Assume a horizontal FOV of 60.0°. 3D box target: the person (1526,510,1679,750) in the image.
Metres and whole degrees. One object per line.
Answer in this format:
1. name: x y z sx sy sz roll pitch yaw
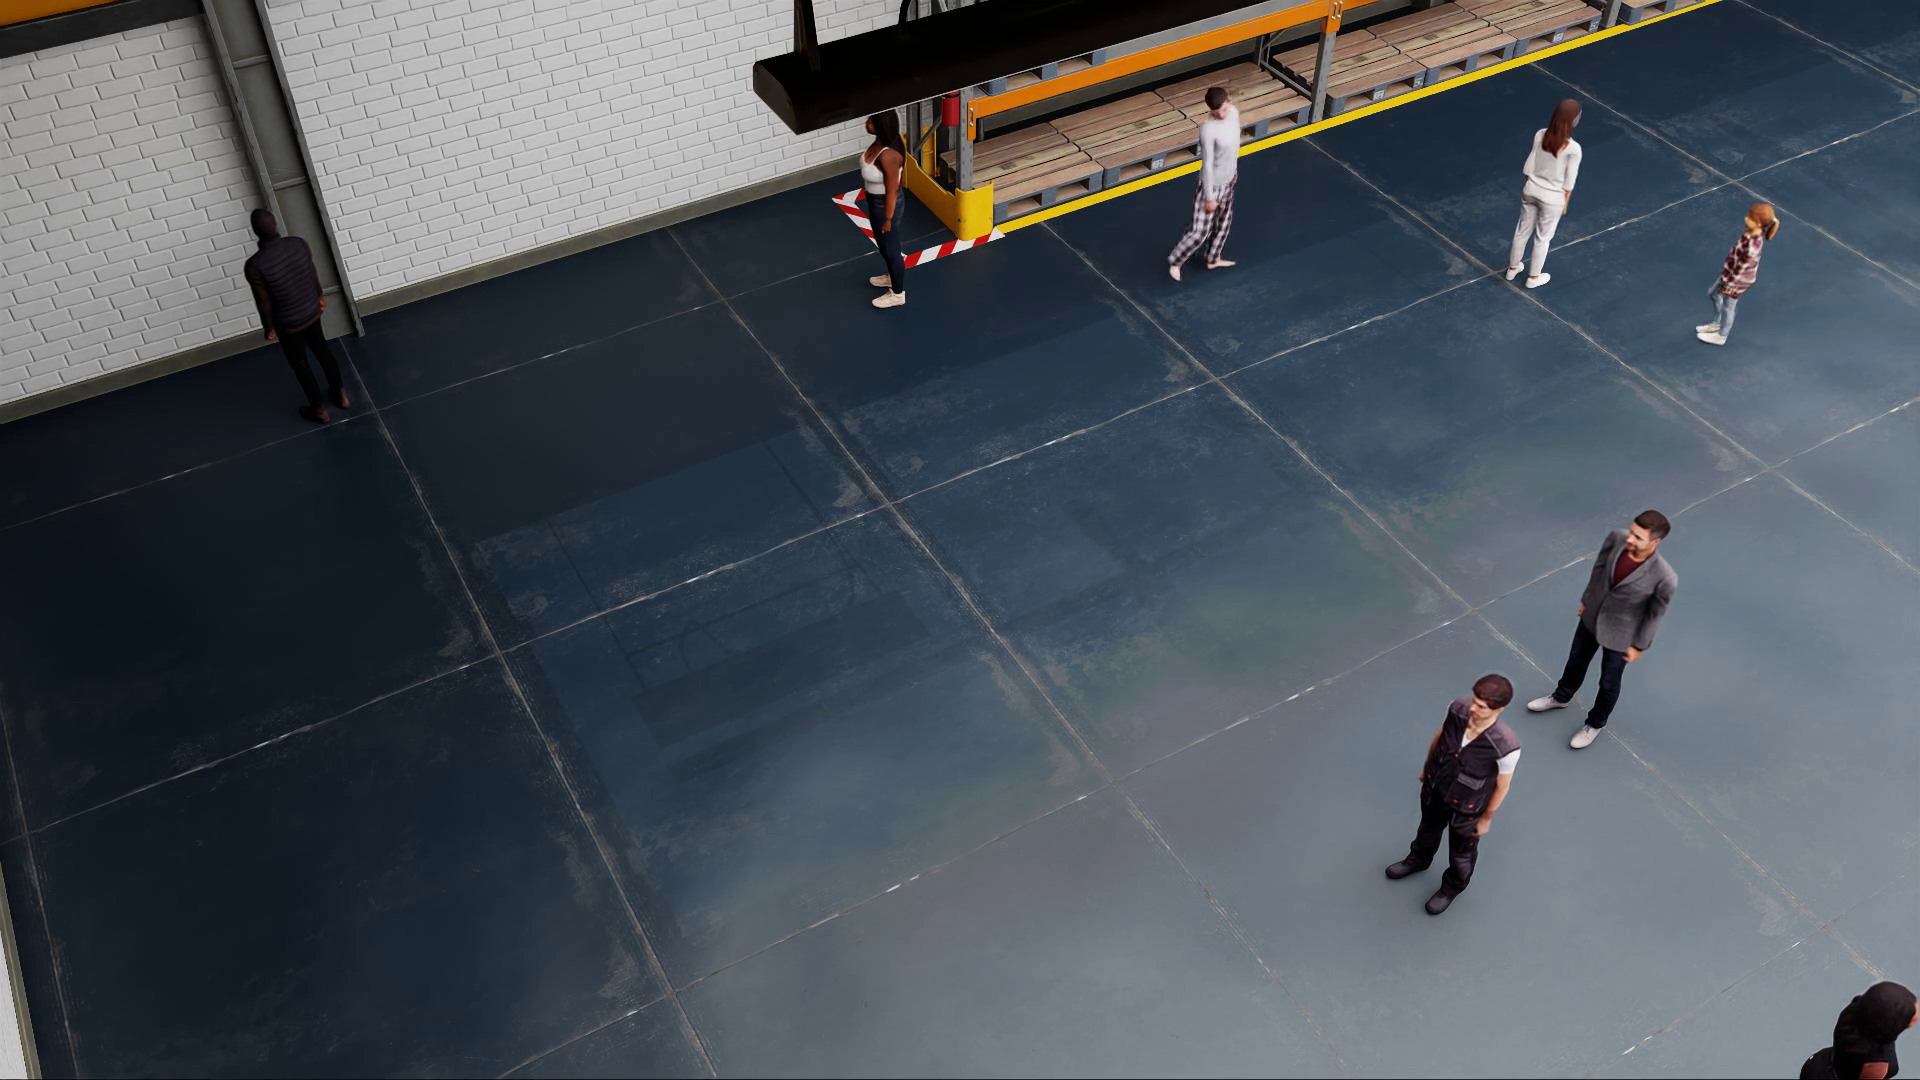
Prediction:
1. person: 3.992 0.512 10.179 0.591 1.874 0.674 -20 47 -20

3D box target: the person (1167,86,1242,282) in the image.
1. person: 2.169 -3.027 13.939 0.941 1.811 0.814 15 46 15

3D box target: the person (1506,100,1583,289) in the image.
1. person: 4.888 -2.887 13.881 0.609 1.688 0.644 -33 52 -30

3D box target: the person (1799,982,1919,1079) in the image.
1. person: 4.212 2.657 8.023 0.714 1.741 0.669 7 44 8

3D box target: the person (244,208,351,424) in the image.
1. person: -5.008 -1.691 12.519 0.837 1.835 0.667 26 49 25

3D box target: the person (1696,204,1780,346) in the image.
1. person: 6.308 -2.111 13.347 0.697 1.301 0.624 16 46 16

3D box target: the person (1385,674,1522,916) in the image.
1. person: 2.794 1.393 9.273 0.577 1.848 0.650 -25 49 -24

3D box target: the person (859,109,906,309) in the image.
1. person: -0.595 -2.752 13.652 0.744 1.809 0.739 -4 44 -4
